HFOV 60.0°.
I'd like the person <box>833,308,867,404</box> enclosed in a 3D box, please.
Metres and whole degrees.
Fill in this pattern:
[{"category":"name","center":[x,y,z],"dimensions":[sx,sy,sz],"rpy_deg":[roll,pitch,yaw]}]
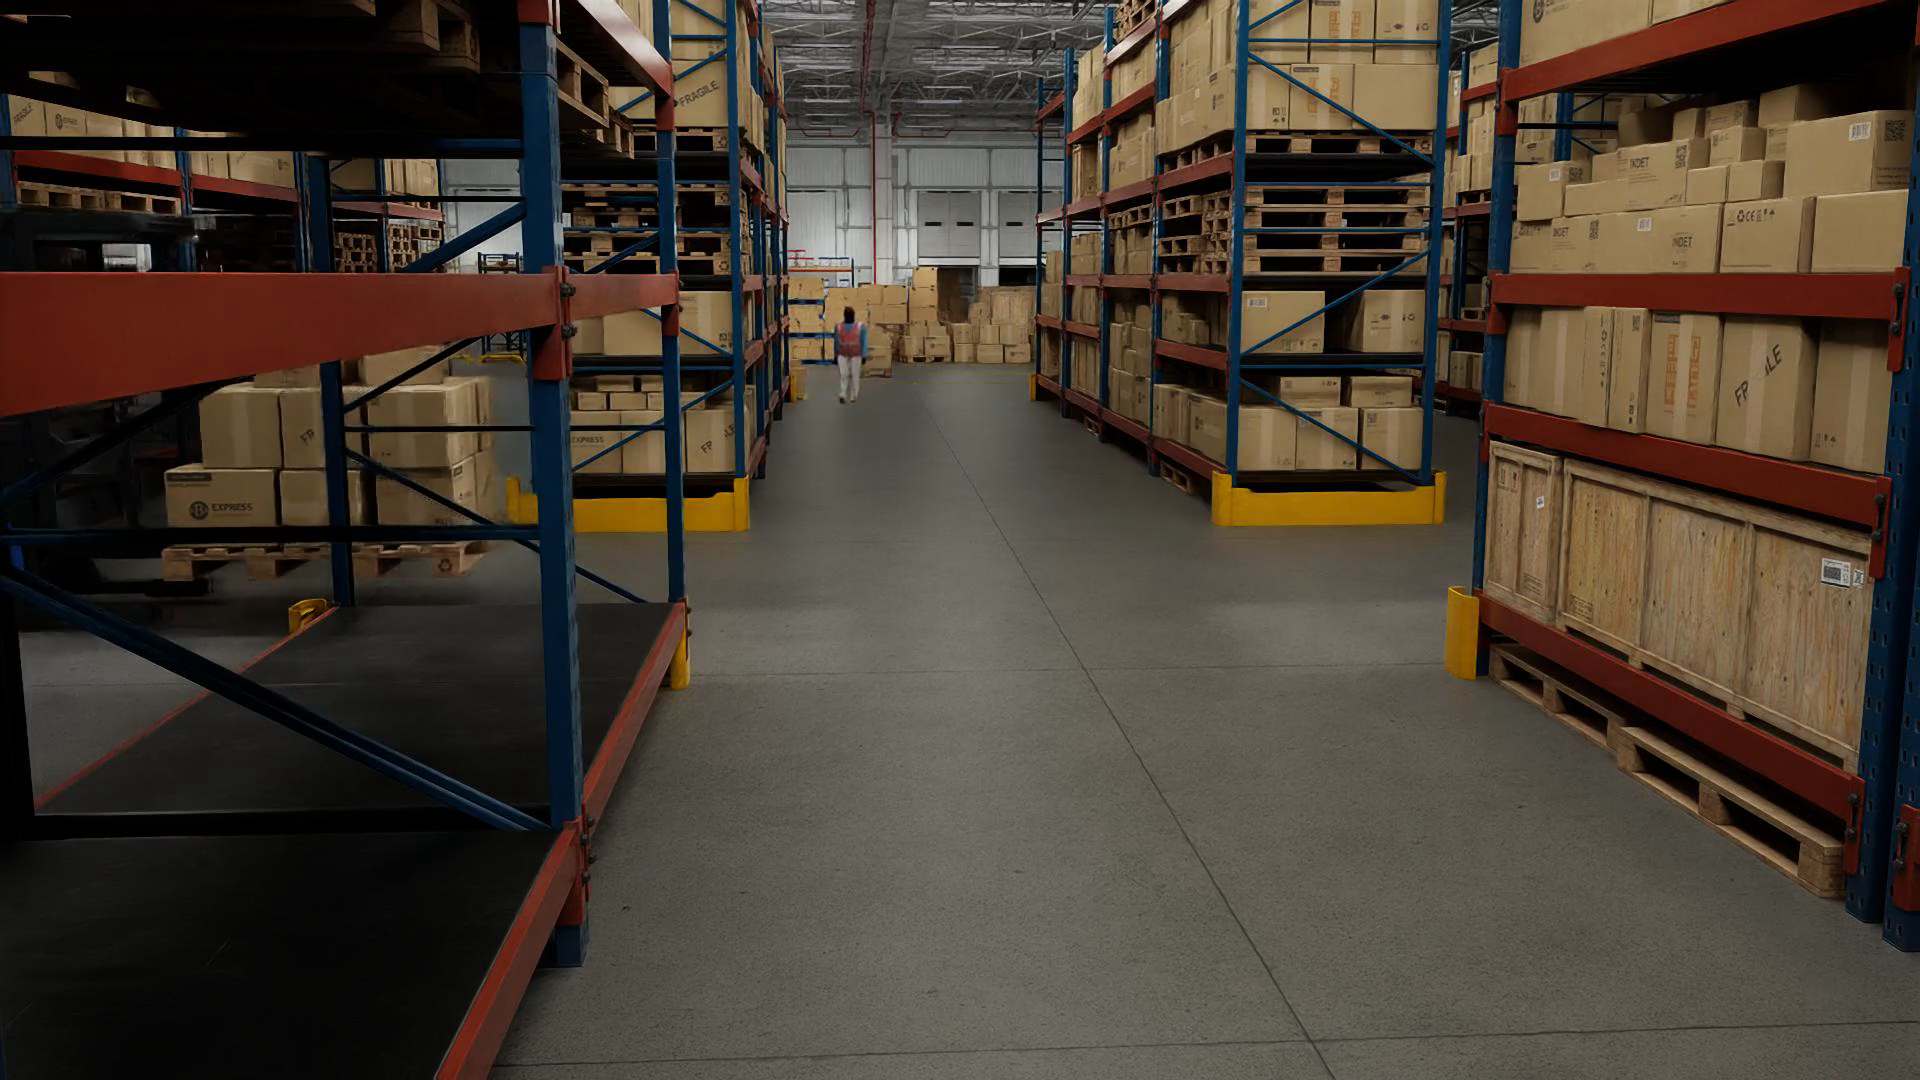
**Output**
[{"category":"person","center":[-2.070,-3.447,31.173],"dimensions":[0.650,1.789,0.944],"rpy_deg":[1,9,5]}]

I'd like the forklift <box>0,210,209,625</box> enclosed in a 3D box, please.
[{"category":"forklift","center":[-6.464,-0.857,11.512],"dimensions":[1.873,2.768,1.129],"rpy_deg":[-1,9,-5]}]
